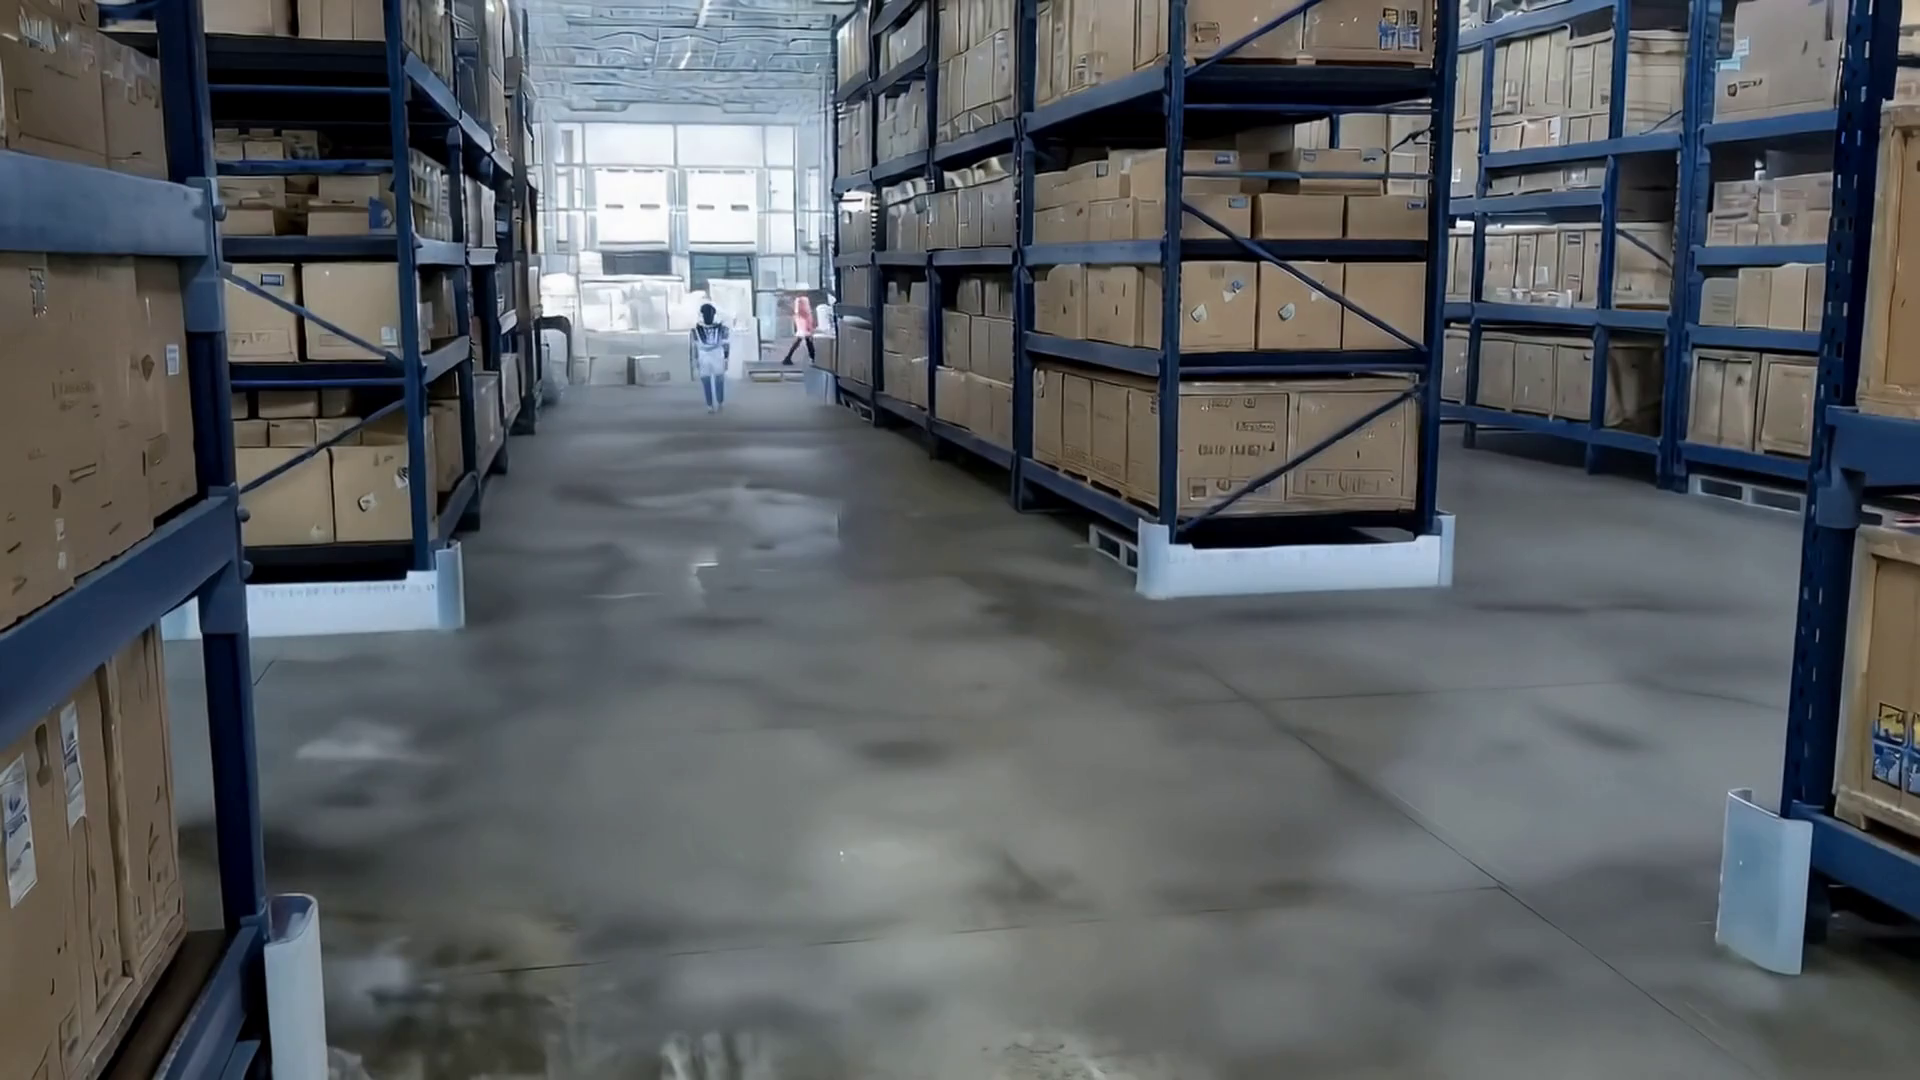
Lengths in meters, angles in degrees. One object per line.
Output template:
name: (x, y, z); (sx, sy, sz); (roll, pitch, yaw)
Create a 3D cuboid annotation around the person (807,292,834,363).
person: (-3.168, -4.885, 38.298); (0.830, 1.665, 0.529); (-5, 11, -29)

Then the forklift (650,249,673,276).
forklift: (-9.860, -8.261, 55.178); (1.873, 2.768, 1.129); (3, 10, 19)

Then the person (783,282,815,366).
person: (-3.549, -4.853, 37.455); (1.029, 1.890, 0.561); (-4, 10, -25)

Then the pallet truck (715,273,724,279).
pallet truck: (-8.580, -8.986, 62.280); (1.885, 1.965, 0.823); (1, 9, 5)

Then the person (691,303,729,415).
person: (-3.734, -2.684, 24.808); (0.553, 1.672, 0.563); (0, 9, 0)

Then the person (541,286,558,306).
person: (-14.518, -8.383, 58.823); (0.594, 1.924, 0.381); (-2, 9, -11)
